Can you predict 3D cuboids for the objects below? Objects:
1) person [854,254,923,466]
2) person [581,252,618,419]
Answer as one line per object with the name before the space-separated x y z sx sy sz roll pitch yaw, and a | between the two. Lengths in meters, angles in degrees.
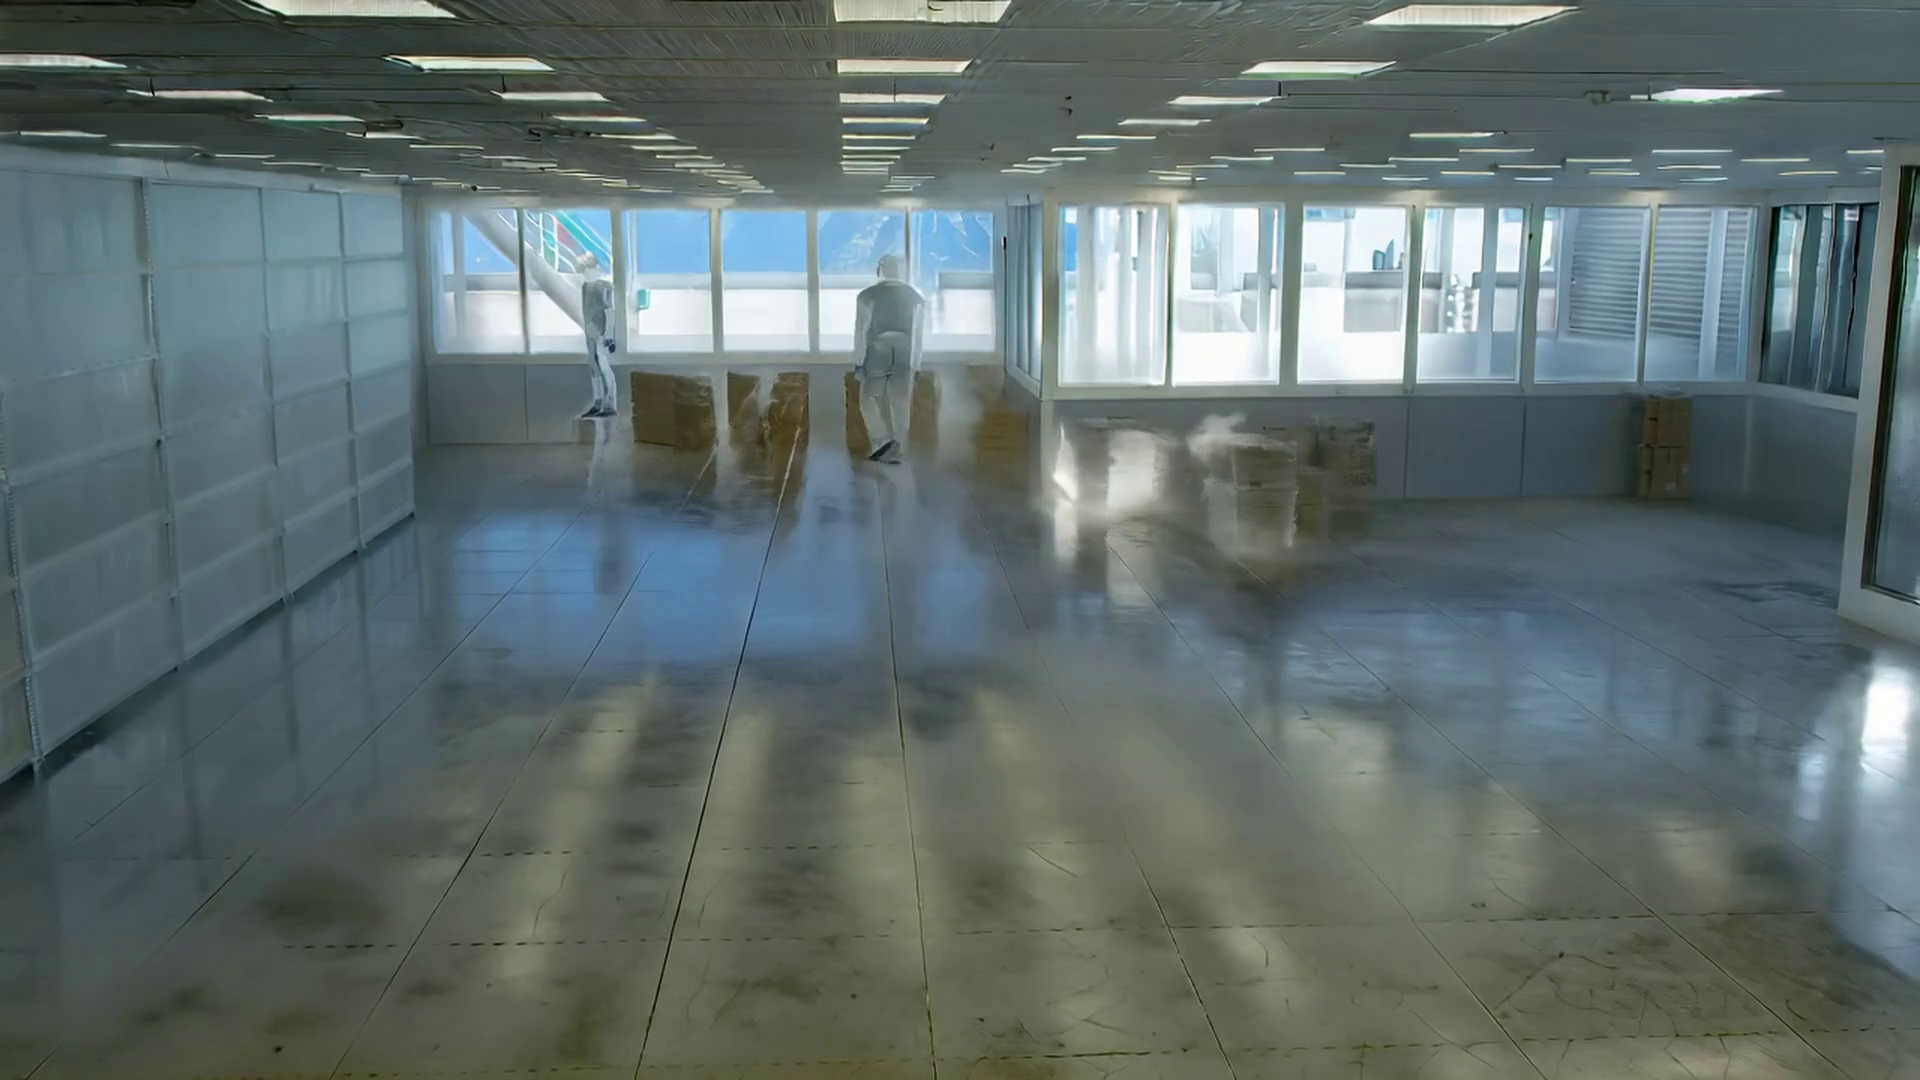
person | -0.671 -1.618 14.959 0.670 1.885 0.582 -5 11 -23
person | -4.071 -2.280 18.634 0.506 1.861 0.328 9 14 40
